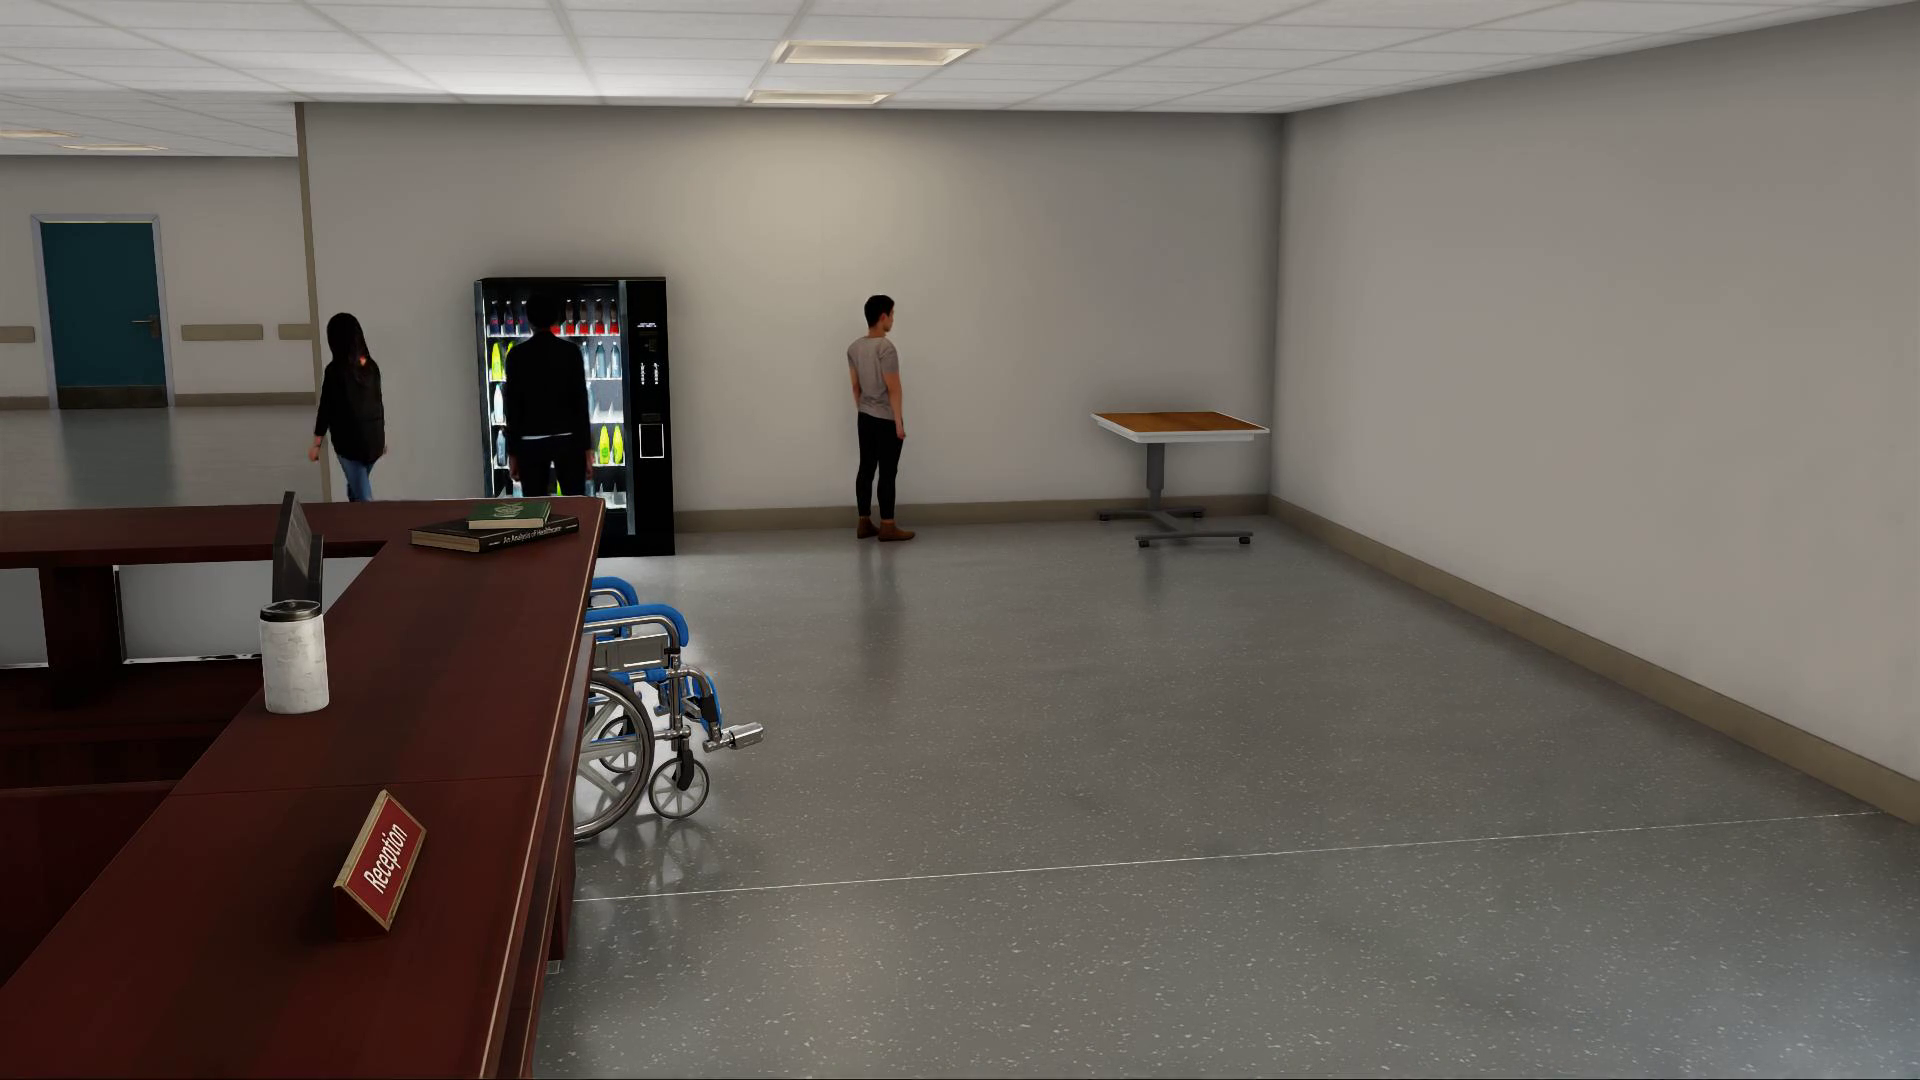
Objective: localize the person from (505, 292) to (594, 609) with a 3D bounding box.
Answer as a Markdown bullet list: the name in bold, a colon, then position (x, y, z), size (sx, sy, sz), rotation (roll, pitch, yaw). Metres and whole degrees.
- **person**: position (-2.240, -0.435, 9.112), size (0.465, 1.830, 0.675), rotation (-2, 11, -12)

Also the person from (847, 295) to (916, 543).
- **person**: position (-0.575, -0.859, 11.659), size (0.704, 1.712, 0.686), rotation (-10, 15, -43)

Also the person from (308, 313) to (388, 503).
- **person**: position (-3.788, -0.619, 10.620), size (0.853, 1.628, 0.765), rotation (4, 12, 22)
